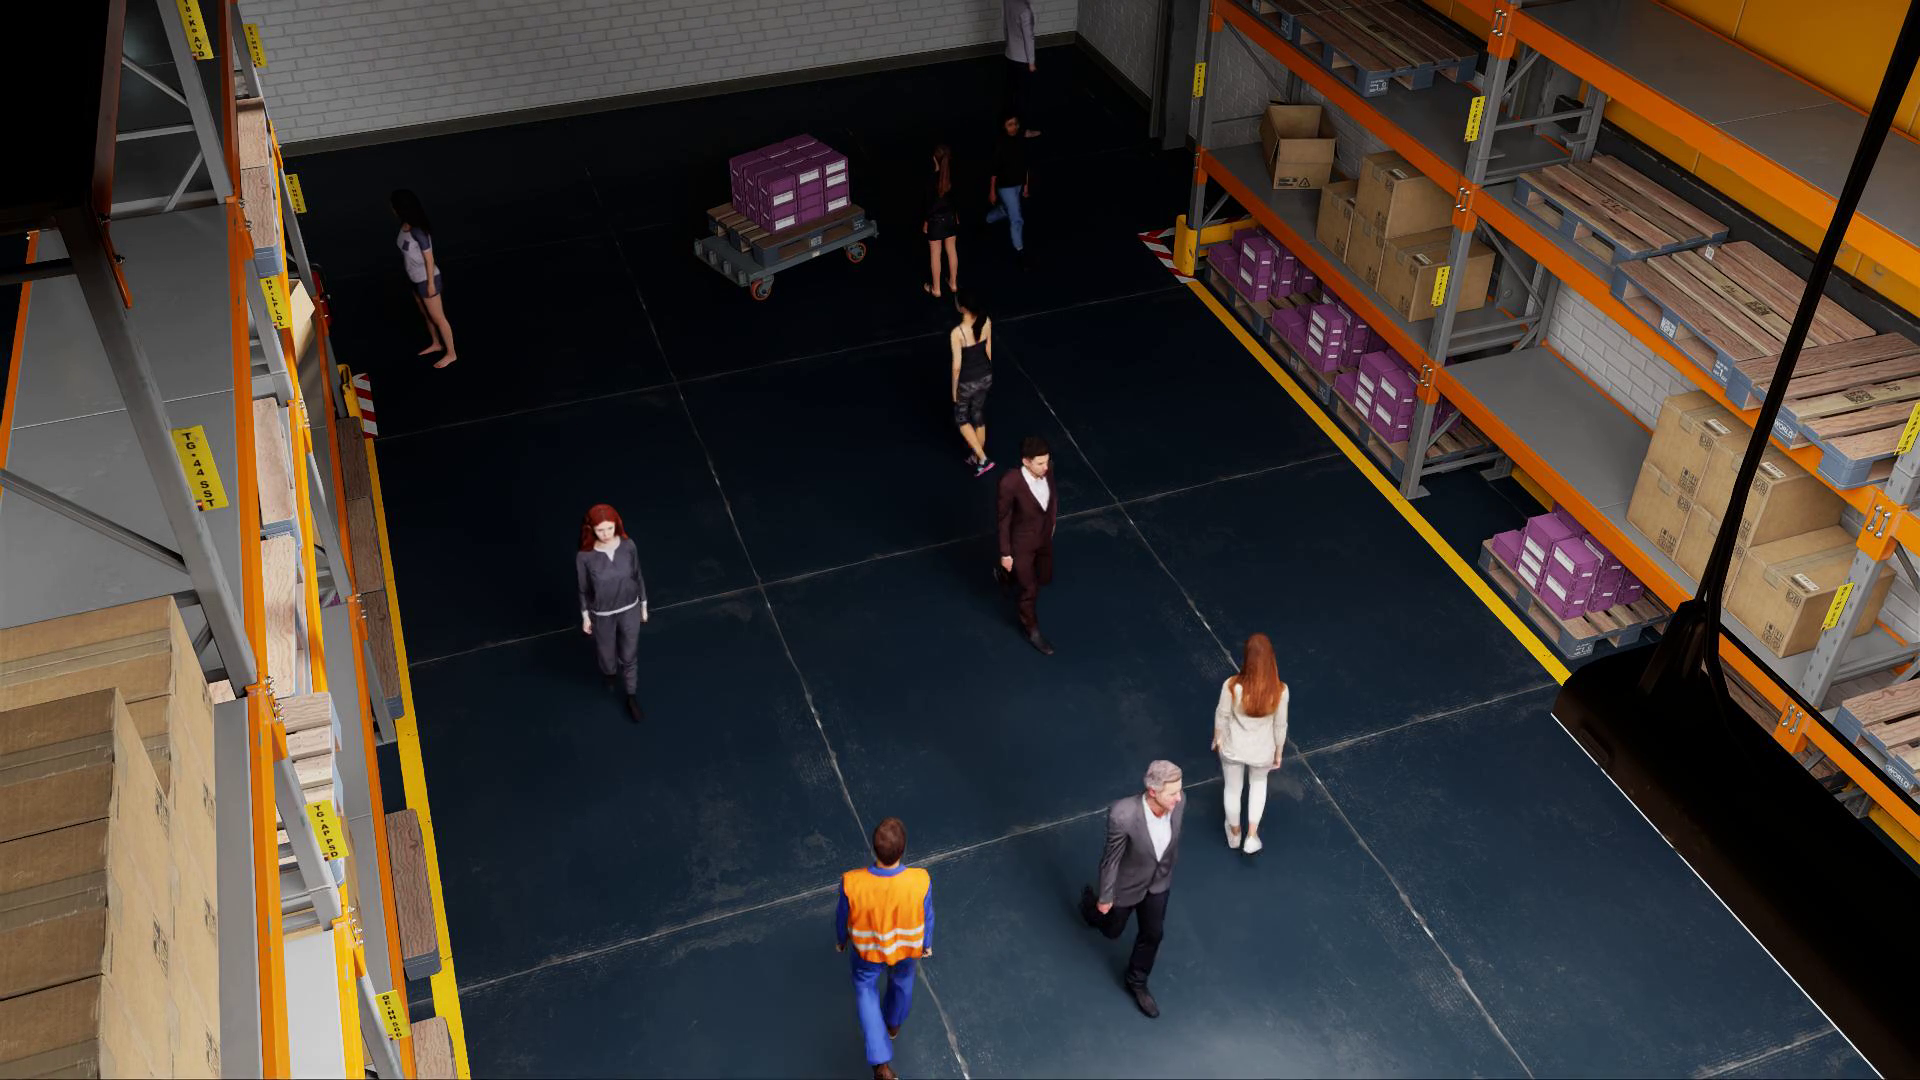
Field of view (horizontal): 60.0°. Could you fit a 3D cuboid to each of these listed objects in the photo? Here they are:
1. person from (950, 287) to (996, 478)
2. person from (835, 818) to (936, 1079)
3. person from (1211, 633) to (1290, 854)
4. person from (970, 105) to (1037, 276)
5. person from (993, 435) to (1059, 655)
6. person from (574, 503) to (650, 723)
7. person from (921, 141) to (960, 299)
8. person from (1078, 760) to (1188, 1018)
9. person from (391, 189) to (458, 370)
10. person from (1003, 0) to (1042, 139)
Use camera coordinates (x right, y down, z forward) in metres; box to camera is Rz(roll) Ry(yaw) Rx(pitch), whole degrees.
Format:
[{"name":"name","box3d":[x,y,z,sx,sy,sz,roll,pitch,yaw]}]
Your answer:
[{"name":"person","box3d":[0.148,-1.208,13.300,0.682,1.713,0.792,-20,43,-23]},{"name":"person","box3d":[-0.400,2.223,8.896,0.828,1.848,1.092,-4,39,-6]},{"name":"person","box3d":[1.752,1.326,10.143,0.724,1.693,0.793,3,39,4]},{"name":"person","box3d":[0.414,-3.439,16.133,0.855,1.664,1.171,-32,48,-33]},{"name":"person","box3d":[0.435,-0.046,11.740,1.093,1.844,0.927,32,48,33]},{"name":"person","box3d":[-2.349,0.441,11.187,0.633,1.773,0.726,-16,41,-19]},{"name":"person","box3d":[-0.171,-3.045,15.726,0.564,1.556,0.581,-19,42,-22]},{"name":"person","box3d":[0.952,1.865,9.375,0.817,1.810,1.086,-18,42,-21]},{"name":"person","box3d":[-4.748,-2.338,14.720,0.718,1.707,0.573,-26,46,-29]},{"name":"person","box3d":[0.652,-5.395,18.437,0.772,1.846,0.562,-19,42,-22]}]
